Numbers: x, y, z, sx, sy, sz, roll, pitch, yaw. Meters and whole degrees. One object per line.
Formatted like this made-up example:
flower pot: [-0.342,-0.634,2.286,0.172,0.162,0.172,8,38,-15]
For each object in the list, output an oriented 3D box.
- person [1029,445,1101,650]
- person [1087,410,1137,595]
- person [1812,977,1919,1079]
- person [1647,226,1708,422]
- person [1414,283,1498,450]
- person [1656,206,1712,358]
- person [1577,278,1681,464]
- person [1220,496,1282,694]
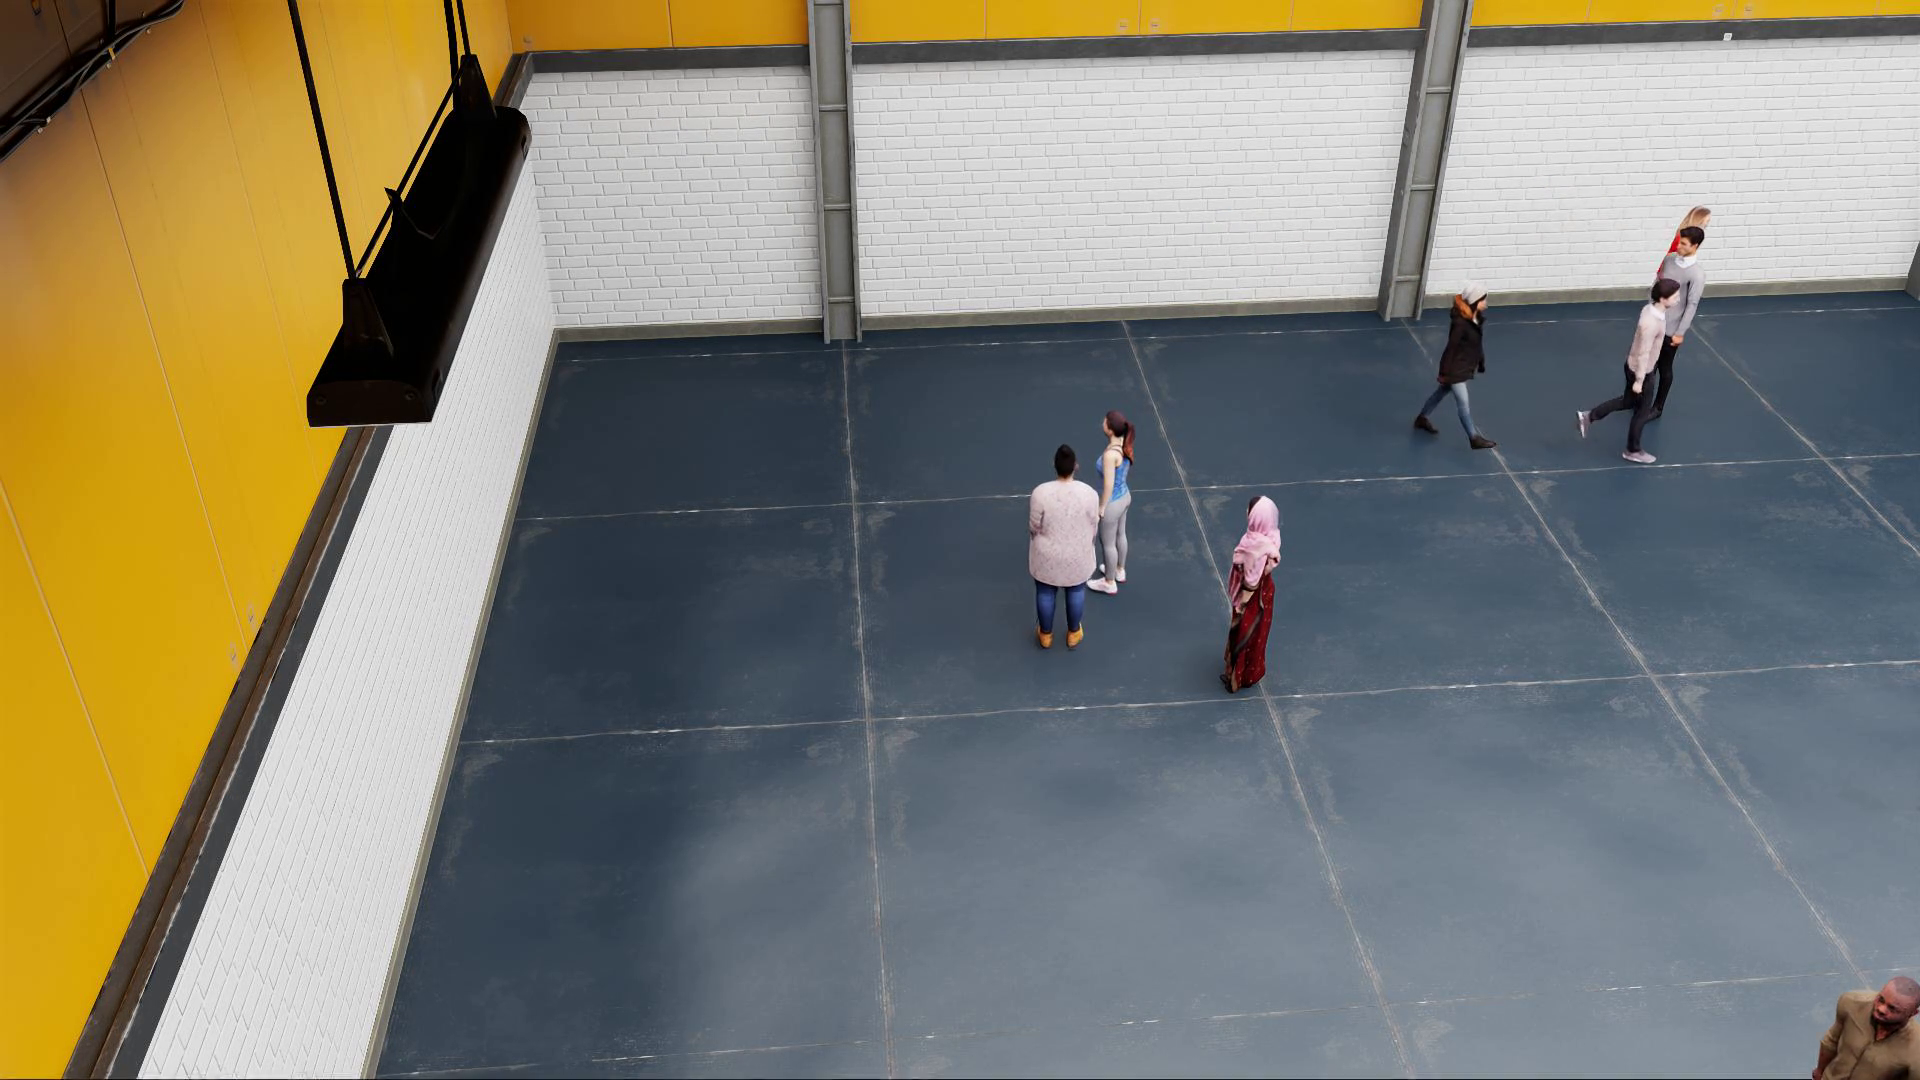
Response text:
person: [0.765,0.078,12.612,0.627,1.739,0.780,1,34,1]
person: [1.226,-0.312,13.317,0.685,1.608,0.652,18,38,25]
person: [4.606,2.837,8.422,1.311,1.781,1.070,-17,37,-24]
person: [6.675,-2.058,15.660,0.692,1.923,0.778,-9,35,-13]
person: [4.511,-1.623,15.304,1.139,1.591,1.043,22,39,29]
person: [7.004,-2.559,16.633,0.821,1.679,0.772,17,37,23]
person: [6.075,-1.545,15.006,1.088,1.791,0.883,11,35,16]
person: [2.165,0.373,12.260,0.776,1.637,0.762,15,36,21]
